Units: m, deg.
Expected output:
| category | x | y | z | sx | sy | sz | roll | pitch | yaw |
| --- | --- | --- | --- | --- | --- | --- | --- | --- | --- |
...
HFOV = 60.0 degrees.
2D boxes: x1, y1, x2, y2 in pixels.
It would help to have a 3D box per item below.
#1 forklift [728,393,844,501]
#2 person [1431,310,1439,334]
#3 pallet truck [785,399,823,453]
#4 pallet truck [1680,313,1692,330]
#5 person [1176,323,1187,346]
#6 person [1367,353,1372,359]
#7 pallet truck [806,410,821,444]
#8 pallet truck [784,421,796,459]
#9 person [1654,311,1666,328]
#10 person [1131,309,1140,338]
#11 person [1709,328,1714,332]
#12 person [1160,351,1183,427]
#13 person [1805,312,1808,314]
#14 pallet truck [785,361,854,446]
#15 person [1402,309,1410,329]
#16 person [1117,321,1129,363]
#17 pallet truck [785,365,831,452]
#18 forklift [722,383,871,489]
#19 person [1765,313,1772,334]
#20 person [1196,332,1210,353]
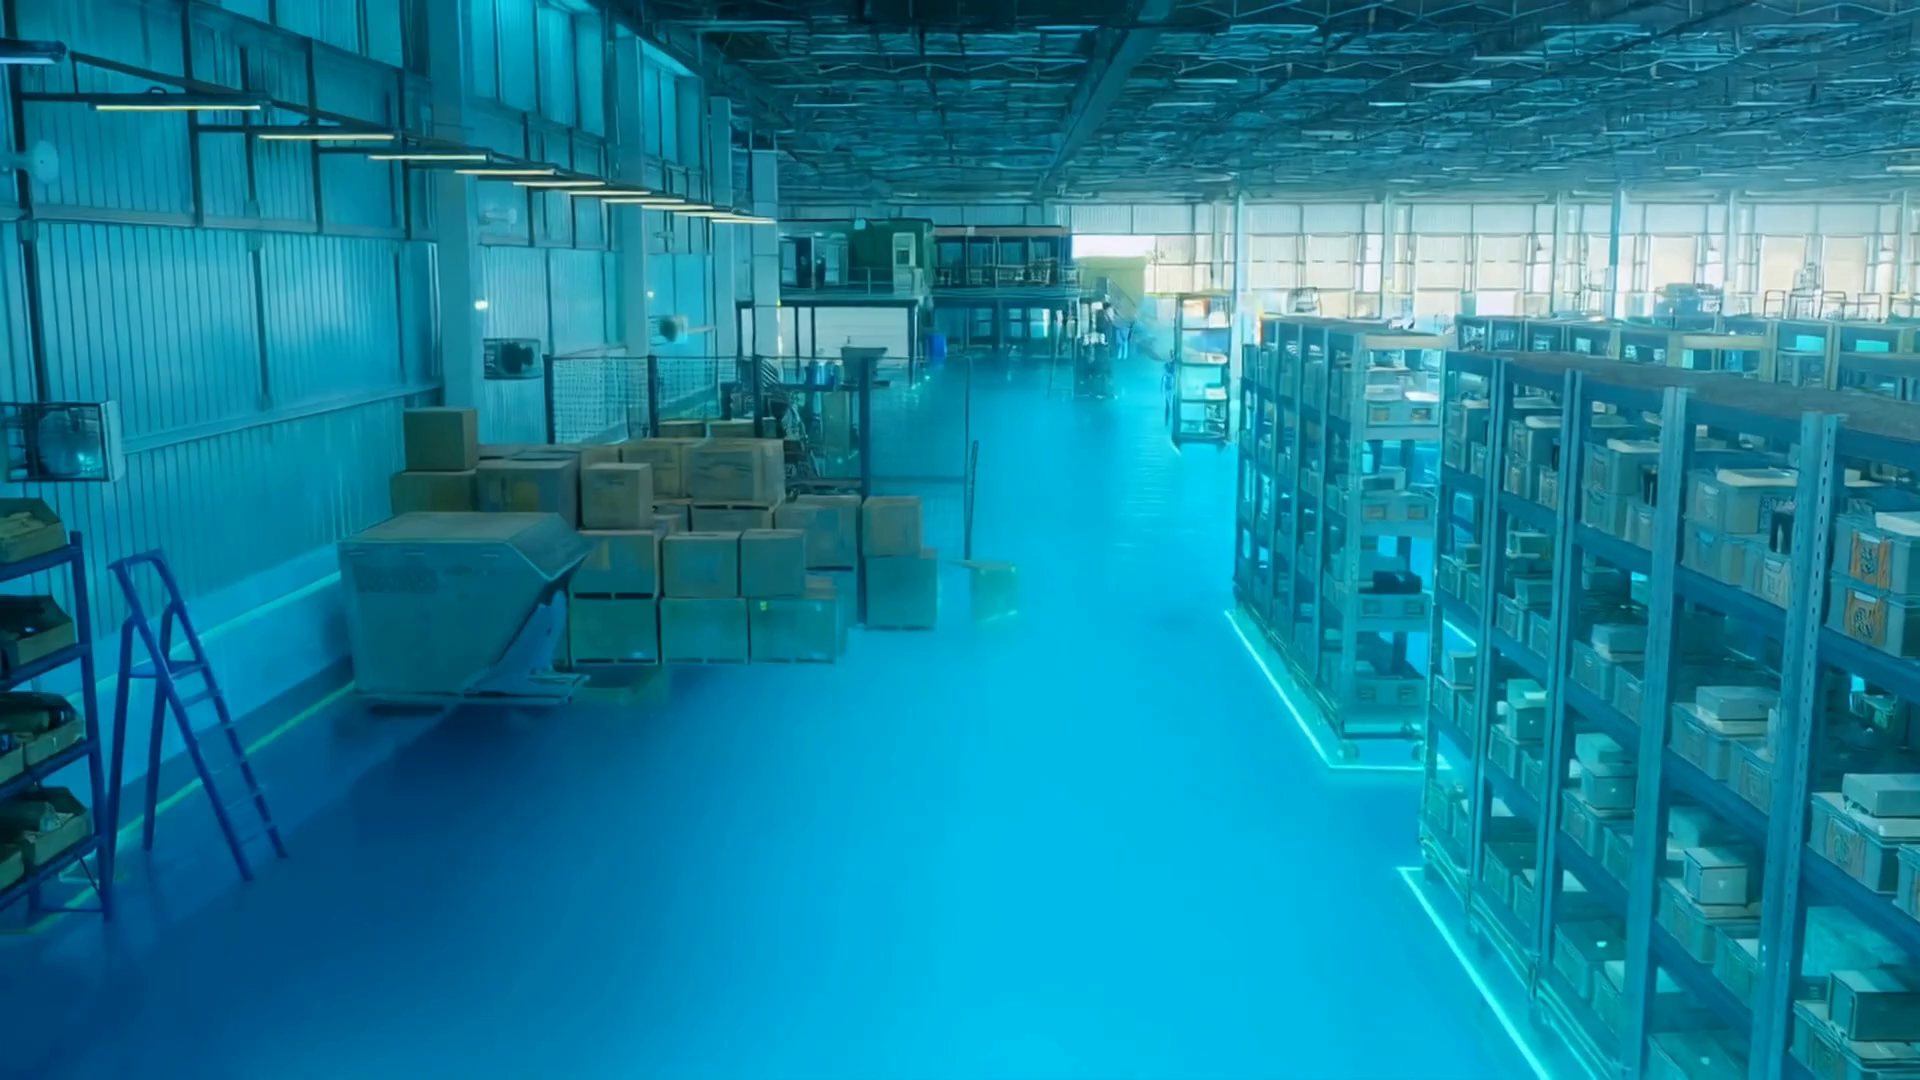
| category | x | y | z | sx | sy | sz | roll | pitch | yaw |
| --- | --- | --- | --- | --- | --- | --- | --- | --- | --- |
| forklift | -2.979 | -1.316 | 26.476 | 2.680 | 1.987 | 1.157 | 0 | 9 | 1 |
| person | 27.581 | -12.402 | 96.283 | 0.854 | 1.841 | 0.520 | 0 | 9 | -3 |
| pallet truck | -3.814 | -2.432 | 36.419 | 1.630 | 1.274 | 0.653 | 0 | 9 | 1 |
| pallet truck | 36.315 | -10.531 | 84.244 | 0.823 | 1.965 | 1.885 | -6 | 11 | -33 |
| person | 10.952 | -10.135 | 82.305 | 0.586 | 1.821 | 1.012 | -1 | 9 | -5 |
| person | 12.989 | -5.230 | 52.104 | 0.404 | 1.823 | 0.596 | -3 | 10 | -18 |
| pallet truck | -3.559 | -2.018 | 33.905 | 1.522 | 1.261 | 0.704 | 0 | 9 | -1 |
| pallet truck | -4.013 | -1.793 | 32.705 | 1.601 | 1.201 | 0.680 | 0 | 9 | 1 |
| person | 35.925 | -10.755 | 85.488 | 0.673 | 2.000 | 0.700 | -4 | 10 | -23 |
| person | 10.117 | -12.488 | 96.613 | 0.548 | 1.898 | 0.609 | -2 | 9 | -12 |
| person | 33.340 | -8.836 | 73.980 | 0.377 | 1.932 | 0.552 | 1 | 9 | 5 |
| person | 5.585 | -3.997 | 43.960 | 0.624 | 1.999 | 1.032 | 1 | 9 | 6 |
| person | 44.799 | -11.145 | 88.256 | 0.368 | 1.933 | 0.633 | 1 | 9 | 6 |
| pallet truck | -3.410 | -3.193 | 38.978 | 1.885 | 1.965 | 0.823 | 0 | 9 | -1 |
| person | 25.256 | -12.125 | 94.328 | 0.585 | 1.918 | 0.395 | -6 | 11 | -31 |
| person | 7.264 | -8.845 | 74.192 | 0.573 | 1.883 | 0.354 | -2 | 10 | -14 |
| pallet truck | -3.774 | -2.976 | 37.635 | 1.885 | 1.965 | 0.823 | 1 | 9 | 5 |
| forklift | -2.893 | -1.687 | 28.729 | 2.680 | 1.987 | 1.157 | 0 | 9 | -1 |
| person | 42.896 | -11.095 | 88.204 | 0.429 | 1.843 | 0.627 | 2 | 9 | 13 |
| person | 11.251 | -9.260 | 76.739 | 0.588 | 1.884 | 0.870 | 8 | 12 | 39 |
